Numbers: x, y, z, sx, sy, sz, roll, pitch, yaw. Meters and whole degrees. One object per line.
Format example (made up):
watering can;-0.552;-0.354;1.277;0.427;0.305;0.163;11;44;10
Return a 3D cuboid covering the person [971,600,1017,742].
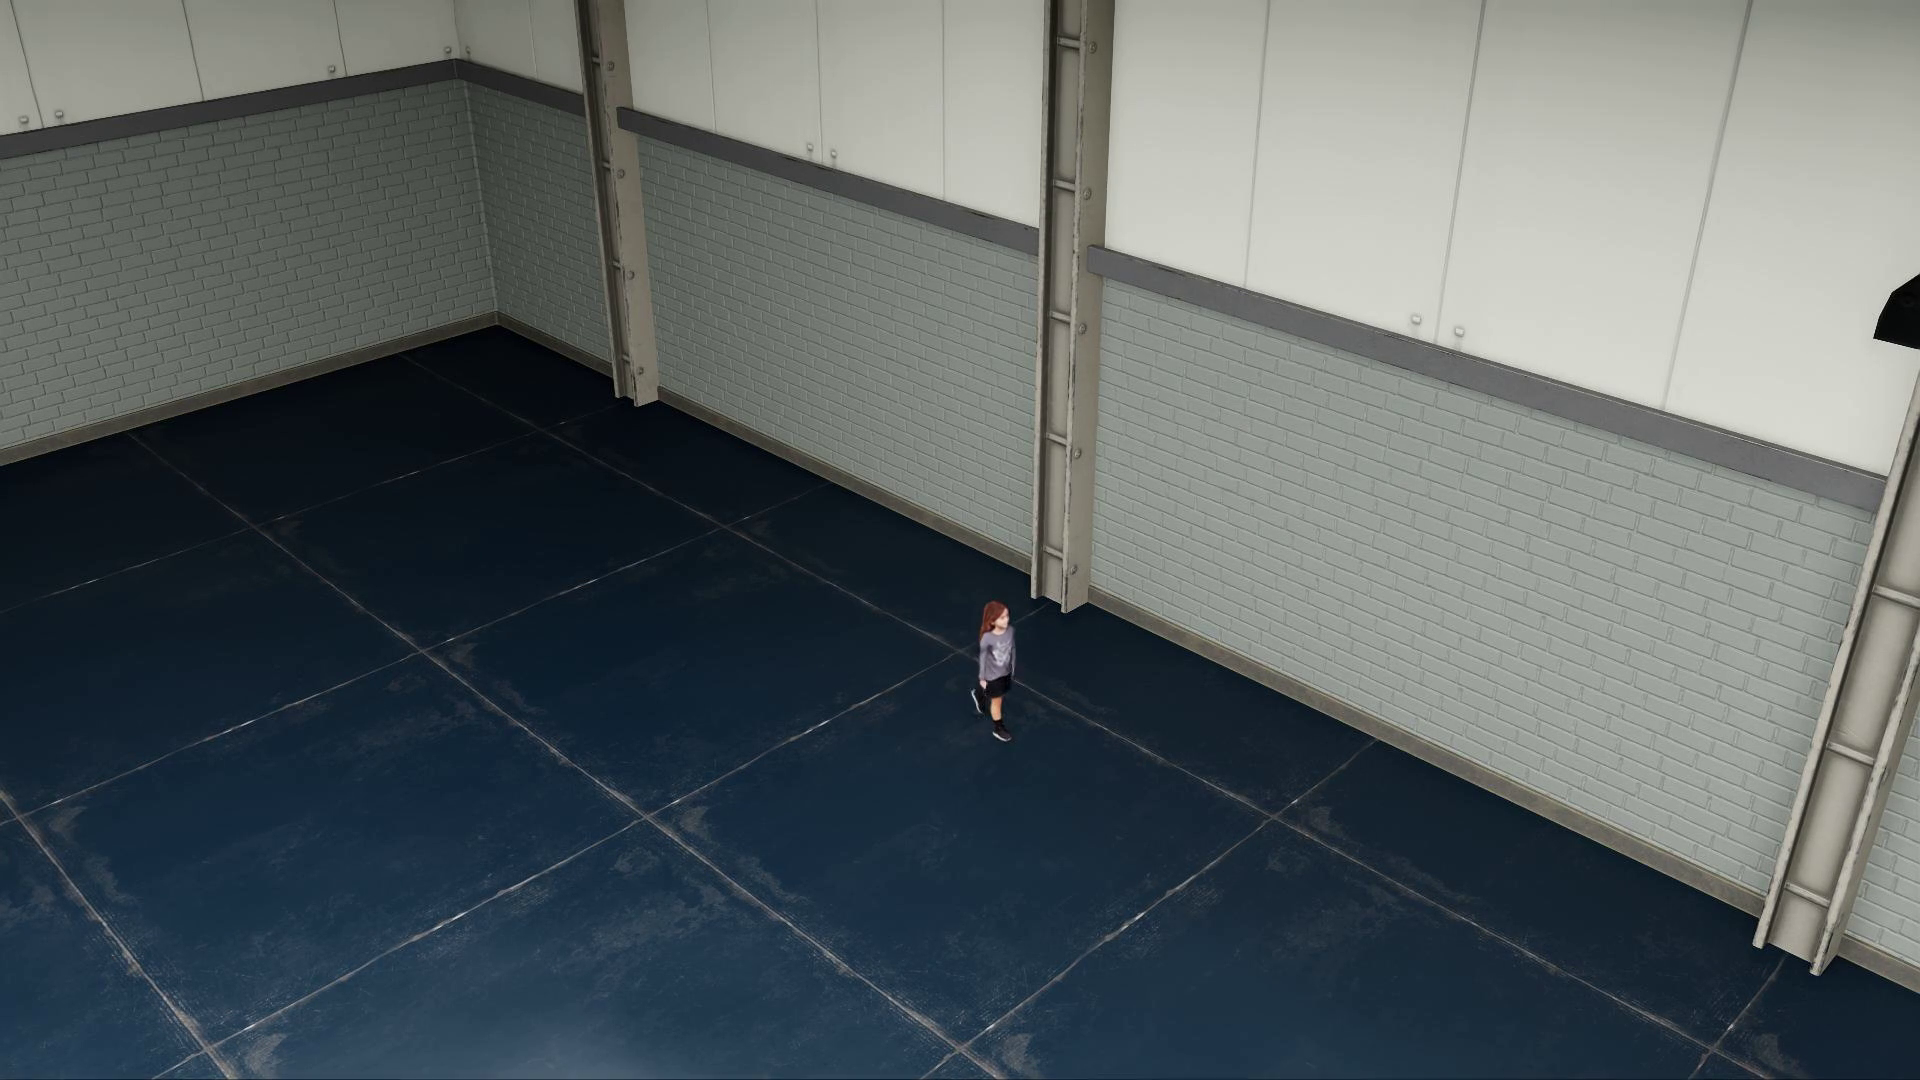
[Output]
person;0.231;0.895;11.908;0.496;1.097;0.698;-22;35;-35
